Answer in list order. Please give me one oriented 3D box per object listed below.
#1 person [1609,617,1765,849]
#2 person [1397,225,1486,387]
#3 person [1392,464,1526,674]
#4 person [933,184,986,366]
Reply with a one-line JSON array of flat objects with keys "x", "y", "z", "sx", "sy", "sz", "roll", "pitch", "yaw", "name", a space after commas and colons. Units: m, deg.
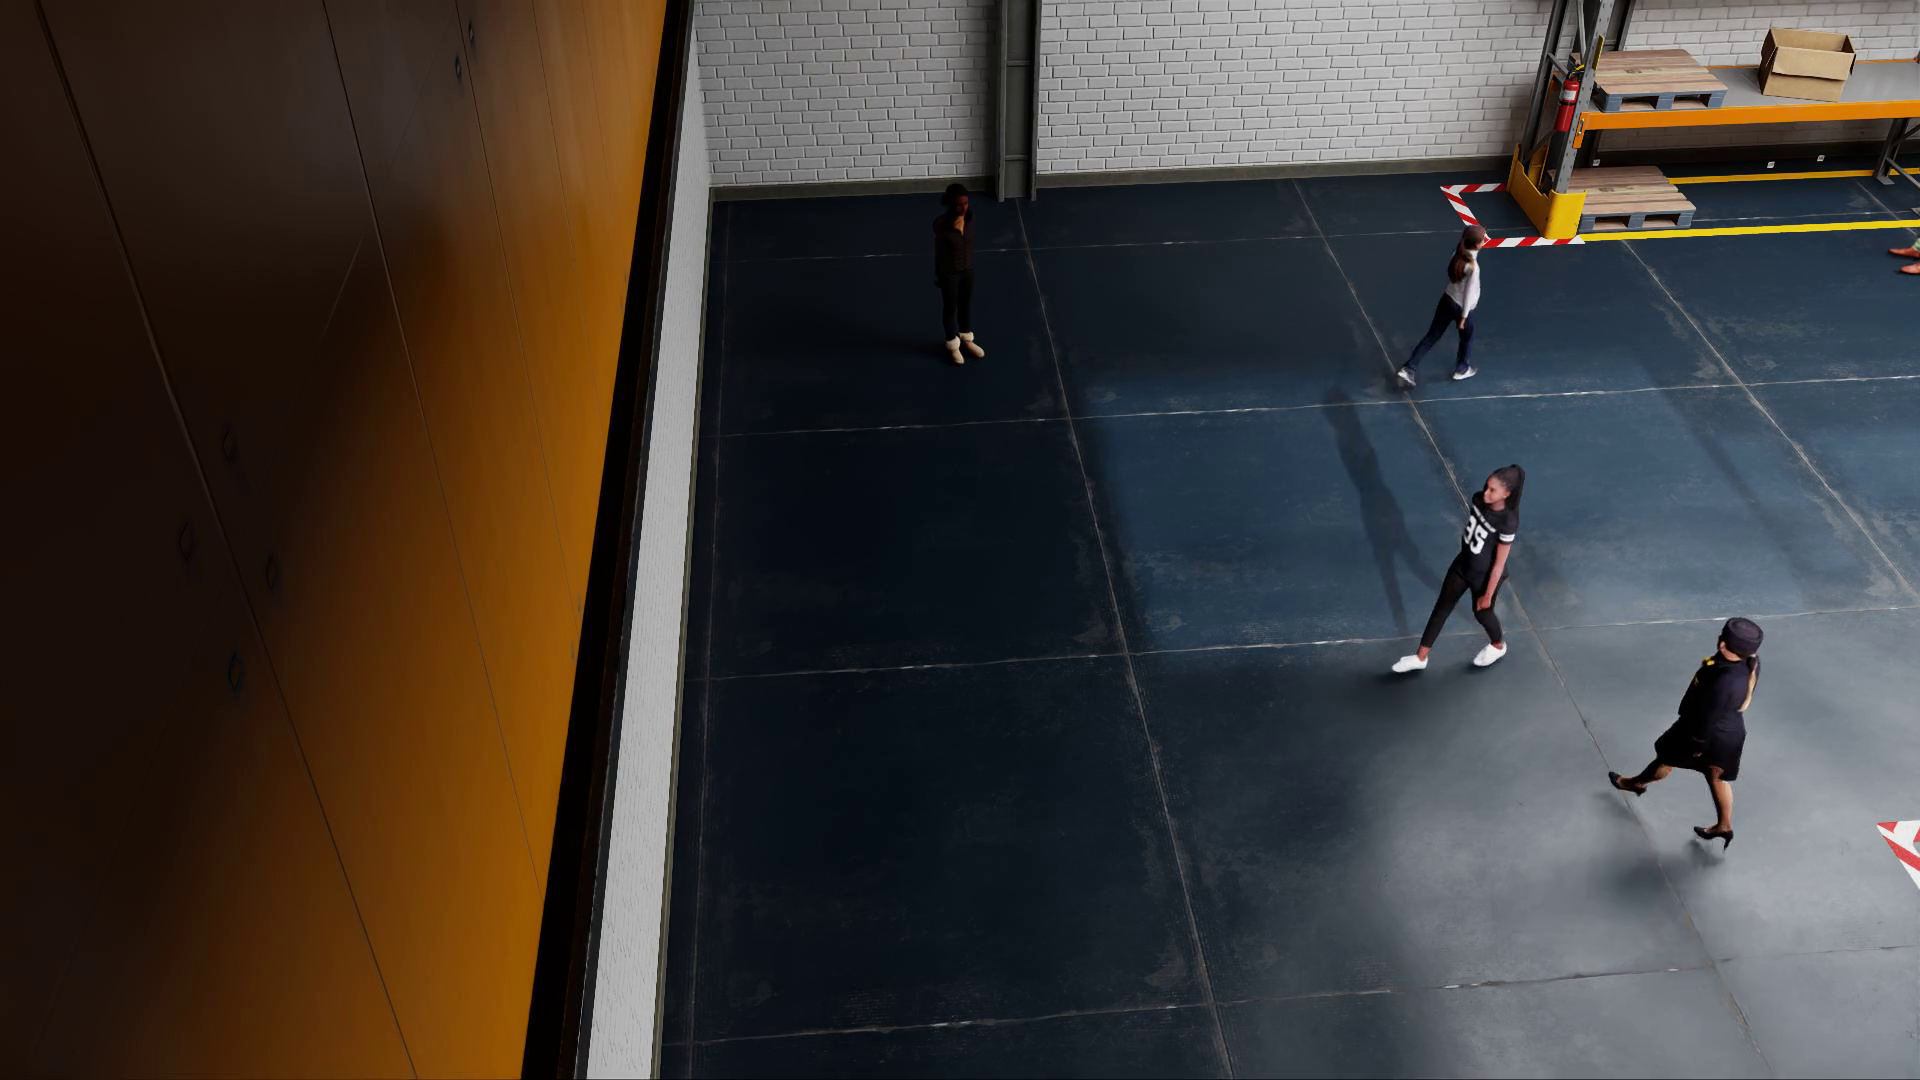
[{"x": 4.635, "y": 1.220, "z": 10.145, "sx": 1.146, "sy": 1.623, "sz": 1.142, "roll": -28, "pitch": 46, "yaw": -31, "name": "person"}, {"x": 4.167, "y": -1.972, "z": 14.220, "sx": 1.129, "sy": 1.526, "sz": 0.809, "roll": -19, "pitch": 42, "yaw": -22, "name": "person"}, {"x": 3.597, "y": 0.230, "z": 11.331, "sx": 1.158, "sy": 1.691, "sz": 0.838, "roll": -13, "pitch": 40, "yaw": -16, "name": "person"}, {"x": -0.042, "y": -2.370, "z": 14.606, "sx": 0.755, "sy": 1.666, "sz": 0.692, "roll": 23, "pitch": 44, "yaw": 26, "name": "person"}]
